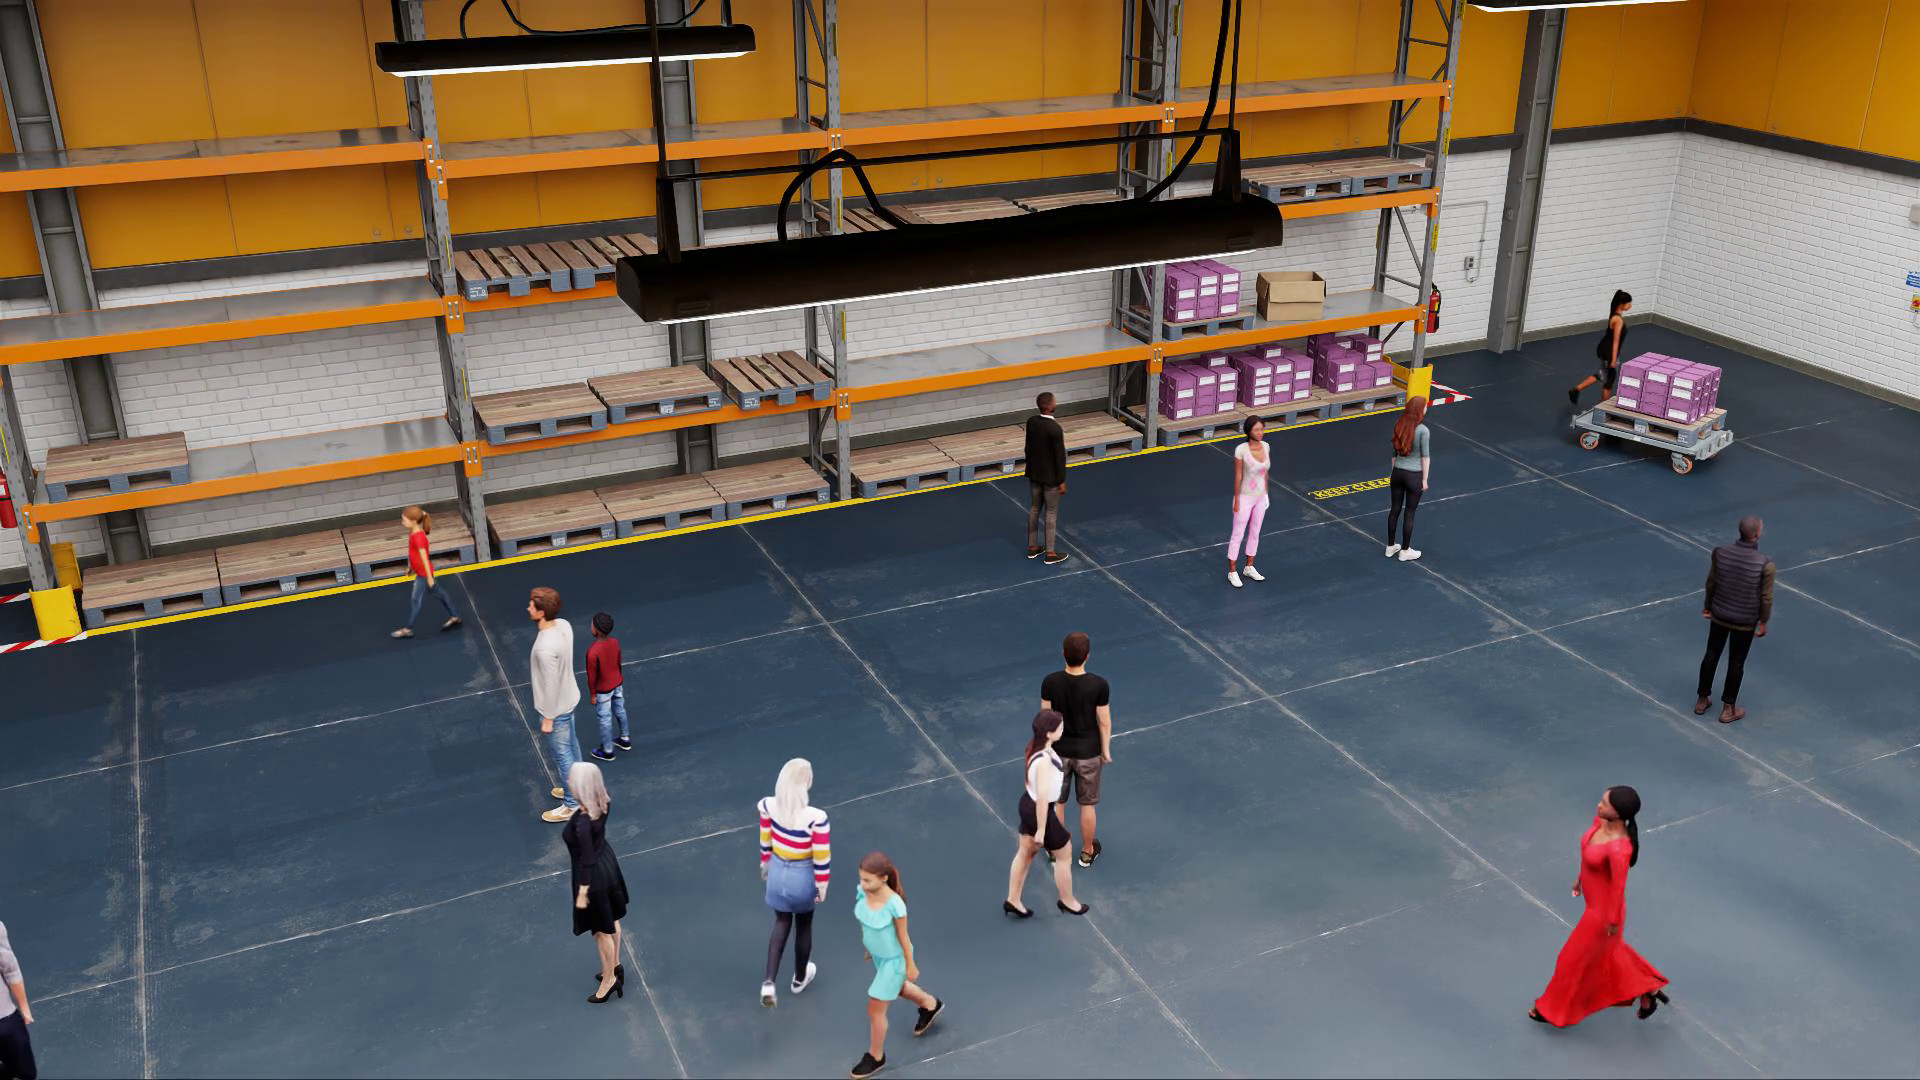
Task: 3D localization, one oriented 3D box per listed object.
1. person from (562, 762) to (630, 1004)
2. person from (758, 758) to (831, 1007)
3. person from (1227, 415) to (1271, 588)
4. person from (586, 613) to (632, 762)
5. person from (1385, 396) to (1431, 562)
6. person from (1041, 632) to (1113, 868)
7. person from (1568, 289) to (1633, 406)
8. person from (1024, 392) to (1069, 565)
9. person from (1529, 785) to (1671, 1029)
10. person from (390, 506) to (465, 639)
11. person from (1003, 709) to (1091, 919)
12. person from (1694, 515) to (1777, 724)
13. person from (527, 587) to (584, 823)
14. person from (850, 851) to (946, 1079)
[{"bbox_3d":[-2.319,2.161,10.563,0.715,1.747,0.693,2,24,4],"label":"person"},{"bbox_3d":[-1.085,2.188,10.448,0.965,1.790,1.023,8,25,17],"label":"person"},{"bbox_3d":[2.862,-0.403,16.435,0.471,1.742,0.647,-13,27,-27],"label":"person"},{"bbox_3d":[-2.849,1.169,13.450,0.637,1.252,0.558,13,27,27],"label":"person"},{"bbox_3d":[4.569,-0.641,16.978,0.599,1.742,0.637,-18,30,-36],"label":"person"},{"bbox_3d":[0.812,1.503,11.926,0.722,1.862,0.836,3,24,7],"label":"person"},{"bbox_3d":[8.151,-2.370,21.049,1.012,1.649,0.906,2,24,5],"label":"person"},{"bbox_3d":[0.865,-0.642,16.910,0.671,1.799,0.720,-20,30,-38],"label":"person"},{"bbox_3d":[4.046,2.290,10.258,1.143,1.755,0.996,4,24,10],"label":"person"},{"bbox_3d":[-4.906,0.291,15.425,0.886,1.279,0.495,-10,25,-21],"label":"person"},{"bbox_3d":[0.458,1.899,11.316,0.882,1.625,0.695,-5,24,-11],"label":"person"},{"bbox_3d":[6.472,0.645,13.920,0.681,1.835,0.755,-19,30,-37],"label":"person"},{"bbox_3d":[-3.019,1.222,12.514,0.756,1.904,0.755,1,24,3],"label":"person"},{"bbox_3d":[-0.369,2.498,10.072,1.060,1.522,0.724,-18,29,-35],"label":"person"}]
